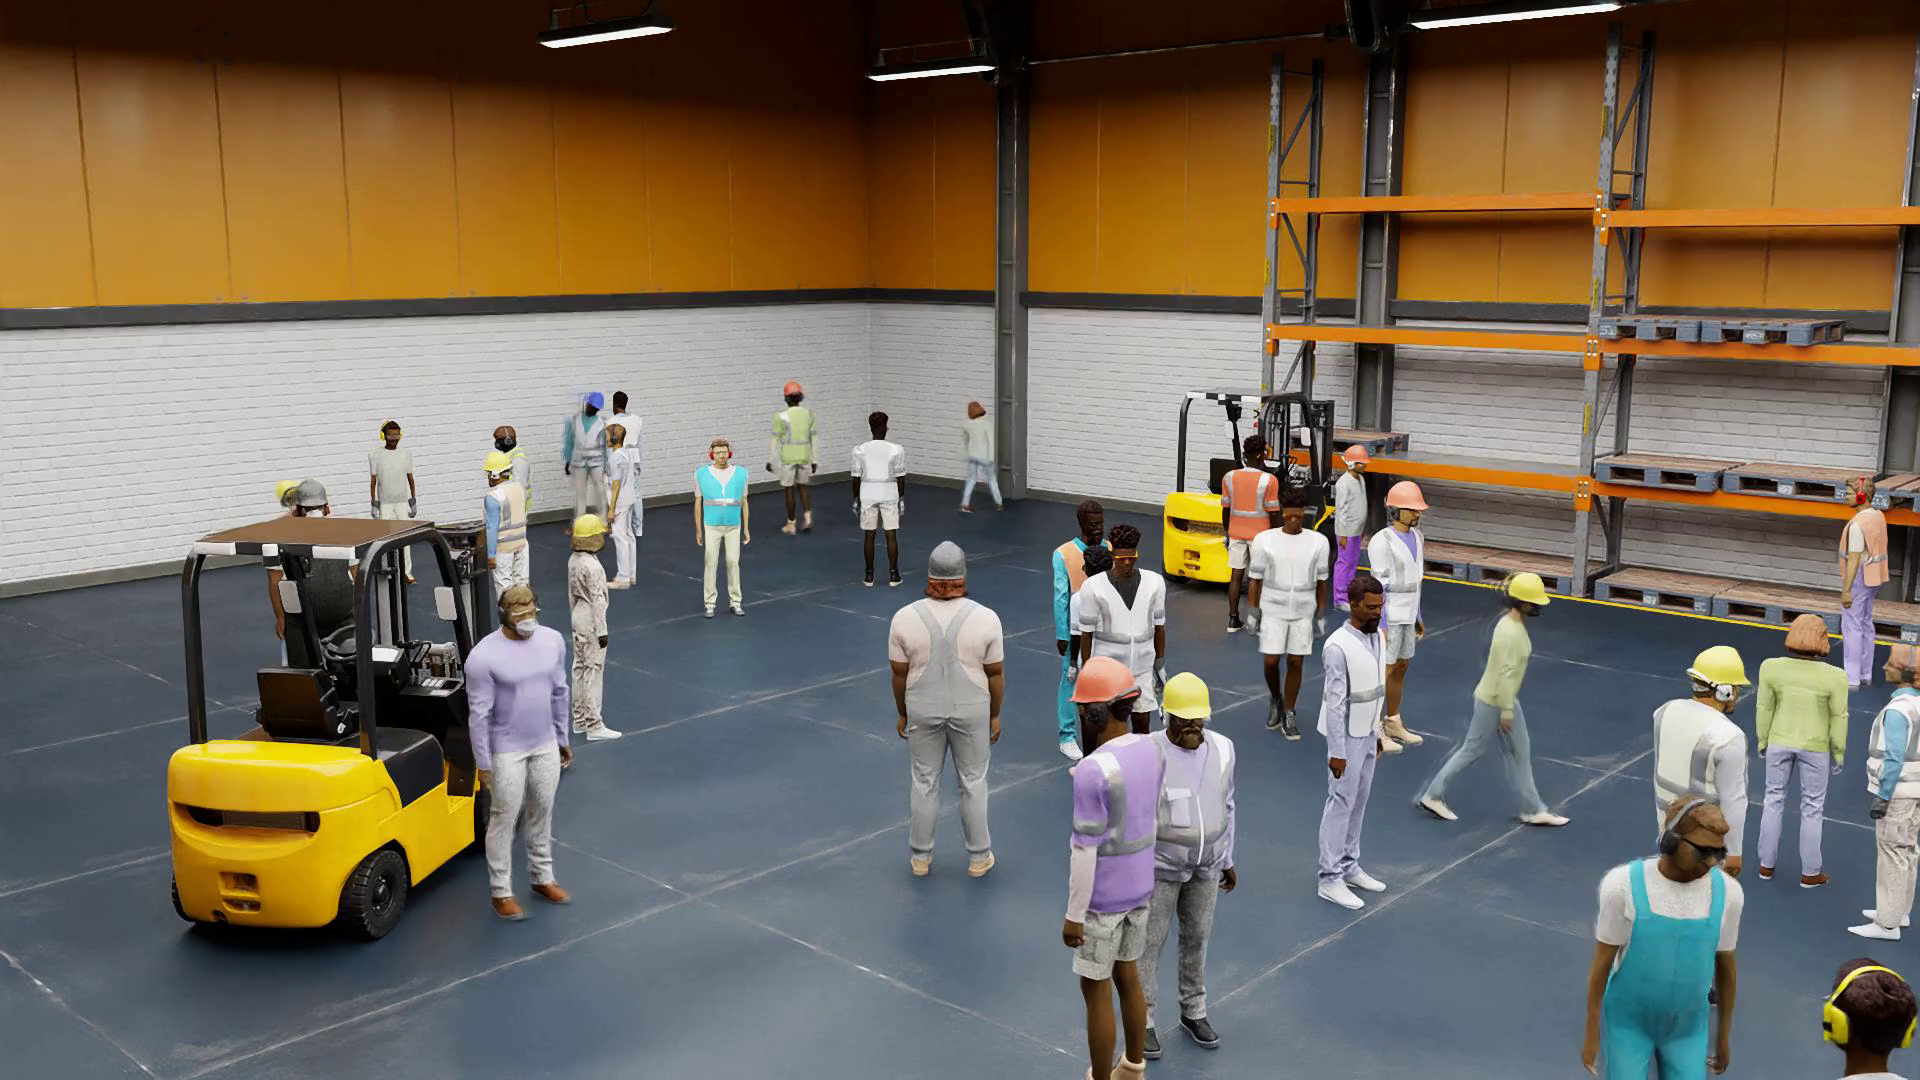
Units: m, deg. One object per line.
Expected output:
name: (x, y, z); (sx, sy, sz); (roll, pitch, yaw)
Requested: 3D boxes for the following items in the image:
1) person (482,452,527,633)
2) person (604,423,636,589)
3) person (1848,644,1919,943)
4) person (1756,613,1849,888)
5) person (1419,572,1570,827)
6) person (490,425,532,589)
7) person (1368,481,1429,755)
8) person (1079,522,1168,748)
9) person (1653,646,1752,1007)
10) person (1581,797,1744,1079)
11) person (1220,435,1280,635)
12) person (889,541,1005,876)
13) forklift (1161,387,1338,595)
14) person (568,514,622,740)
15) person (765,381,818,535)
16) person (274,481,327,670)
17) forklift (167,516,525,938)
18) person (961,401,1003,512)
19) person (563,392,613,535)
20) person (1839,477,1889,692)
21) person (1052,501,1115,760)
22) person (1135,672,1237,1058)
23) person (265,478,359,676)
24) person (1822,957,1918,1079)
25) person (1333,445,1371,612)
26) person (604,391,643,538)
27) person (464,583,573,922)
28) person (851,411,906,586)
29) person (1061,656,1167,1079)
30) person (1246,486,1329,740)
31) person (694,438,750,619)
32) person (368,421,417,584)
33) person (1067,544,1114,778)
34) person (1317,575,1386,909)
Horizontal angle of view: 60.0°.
person: (-4.403, 0.055, 16.066); (0.404, 1.824, 0.586); (3, 11, 19)
person: (-3.781, -0.376, 18.443); (0.346, 1.846, 0.507); (2, 10, 9)
person: (5.115, 1.369, 9.077); (0.307, 1.644, 0.520); (9, 14, 42)
person: (4.969, 1.239, 9.846); (0.499, 1.634, 0.288); (8, 13, 39)
person: (3.487, 1.033, 10.813); (0.926, 1.715, 0.564); (6, 11, 29)
person: (-4.957, -0.353, 18.364); (0.429, 1.832, 0.633); (-6, 12, -31)
person: (3.300, 0.572, 12.482); (0.370, 2.044, 0.608); (10, 14, 43)
person: (1.100, 0.845, 11.204); (0.610, 1.952, 0.387); (-2, 10, -12)
person: (3.688, 1.420, 8.294); (0.403, 1.821, 0.601); (-2, 10, -13)
person: (2.574, 1.791, 6.179); (0.545, 1.825, 0.543); (2, 10, 9)
person: (2.845, -0.052, 16.251); (0.612, 1.965, 0.362); (7, 12, 34)
person: (-0.067, 1.008, 10.006); (0.683, 2.000, 0.537); (1, 10, 6)
forklift: (3.298, -0.608, 18.767); (1.214, 2.155, 2.313); (9, 13, 42)
person: (-2.832, 0.663, 12.815); (0.301, 1.743, 0.493); (-7, 12, -35)
person: (-2.201, -1.073, 21.876); (0.632, 2.033, 0.436); (-6, 12, -33)
person: (-5.867, 0.340, 14.760); (0.575, 1.723, 0.338); (4, 11, 22)
forklift: (-3.583, 0.976, 9.748); (1.214, 2.155, 2.313); (2, 10, 11)
person: (0.299, -1.180, 23.747); (0.549, 1.596, 0.566); (5, 11, 27)
person: (-4.915, -0.996, 21.829); (0.725, 1.905, 0.412); (0, 10, 0)
person: (7.674, 0.381, 14.165); (0.567, 1.836, 0.382); (-9, 13, -42)
person: (0.942, 0.652, 12.381); (0.590, 1.919, 0.392); (-7, 12, -36)
person: (1.033, 1.504, 7.775); (0.601, 1.830, 0.403); (-4, 11, -19)
person: (-4.876, 0.539, 12.673); (0.684, 2.000, 0.538); (-7, 12, -34)
person: (2.424, 2.057, 4.555); (0.534, 1.860, 0.328); (-1, 10, -8)
person: (4.079, -0.120, 17.282); (0.343, 1.746, 0.568); (7, 12, 33)
person: (-4.364, -0.973, 21.634); (0.399, 1.920, 0.590); (8, 13, 37)
person: (-2.471, 1.180, 9.389); (0.394, 1.930, 0.645); (9, 13, 42)
person: (-0.904, -0.457, 18.566); (0.608, 1.962, 0.374); (0, 10, 2)
person: (0.637, 1.506, 7.222); (0.410, 2.028, 0.617); (7, 12, 36)
person: (2.529, 0.551, 12.864); (0.615, 1.956, 0.544); (1, 10, 4)
person: (-2.435, -0.127, 17.022); (0.568, 1.845, 0.386); (-3, 10, -18)
person: (-6.333, -0.408, 18.598); (0.509, 1.860, 0.334); (-6, 12, -32)
person: (0.978, 0.869, 11.797); (0.530, 1.689, 0.321); (-8, 13, -40)
person: (2.270, 1.138, 9.612); (0.377, 1.916, 0.599); (7, 12, 36)
